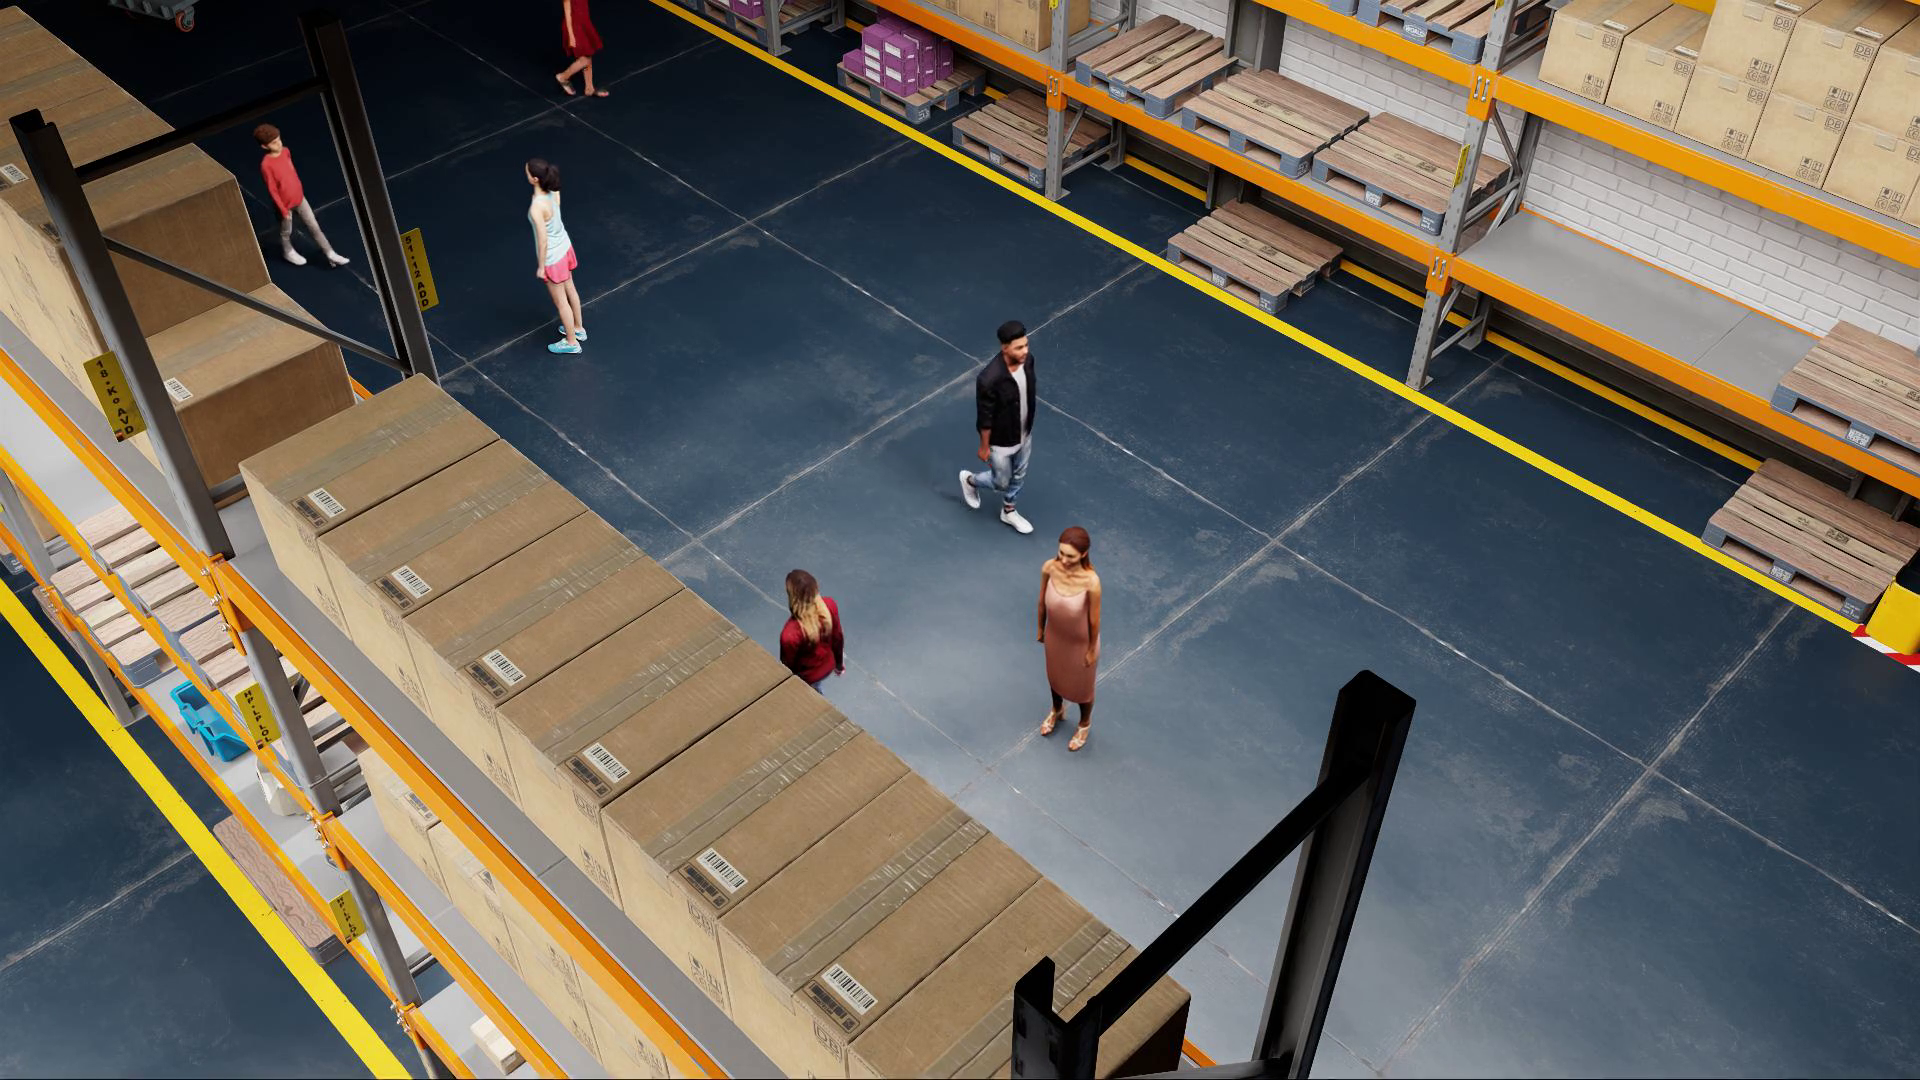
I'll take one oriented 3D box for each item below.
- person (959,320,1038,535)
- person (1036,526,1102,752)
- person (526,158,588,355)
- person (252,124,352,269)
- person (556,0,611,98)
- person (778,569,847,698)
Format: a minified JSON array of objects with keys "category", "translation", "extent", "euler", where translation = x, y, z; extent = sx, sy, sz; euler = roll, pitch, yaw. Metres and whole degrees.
[{"category":"person","translation":[0.261,-0.831,11.773],"extent":[0.839,1.798,0.689],"euler":[33,53,30]},{"category":"person","translation":[0.698,0.595,10.253],"extent":[0.538,1.830,0.678],"euler":[22,48,22]},{"category":"person","translation":[-3.253,-2.281,13.319],"extent":[0.744,1.765,0.699],"euler":[7,44,8]},{"category":"person","translation":[-5.826,-2.932,14.279],"extent":[0.986,1.383,0.729],"euler":[18,47,18]},{"category":"person","translation":[-3.841,-5.065,16.403],"extent":[0.863,1.541,0.774],"euler":[5,44,5]},{"category":"person","translation":[-0.849,0.854,10.157],"extent":[1.081,1.586,0.728],"euler":[26,49,24]}]
